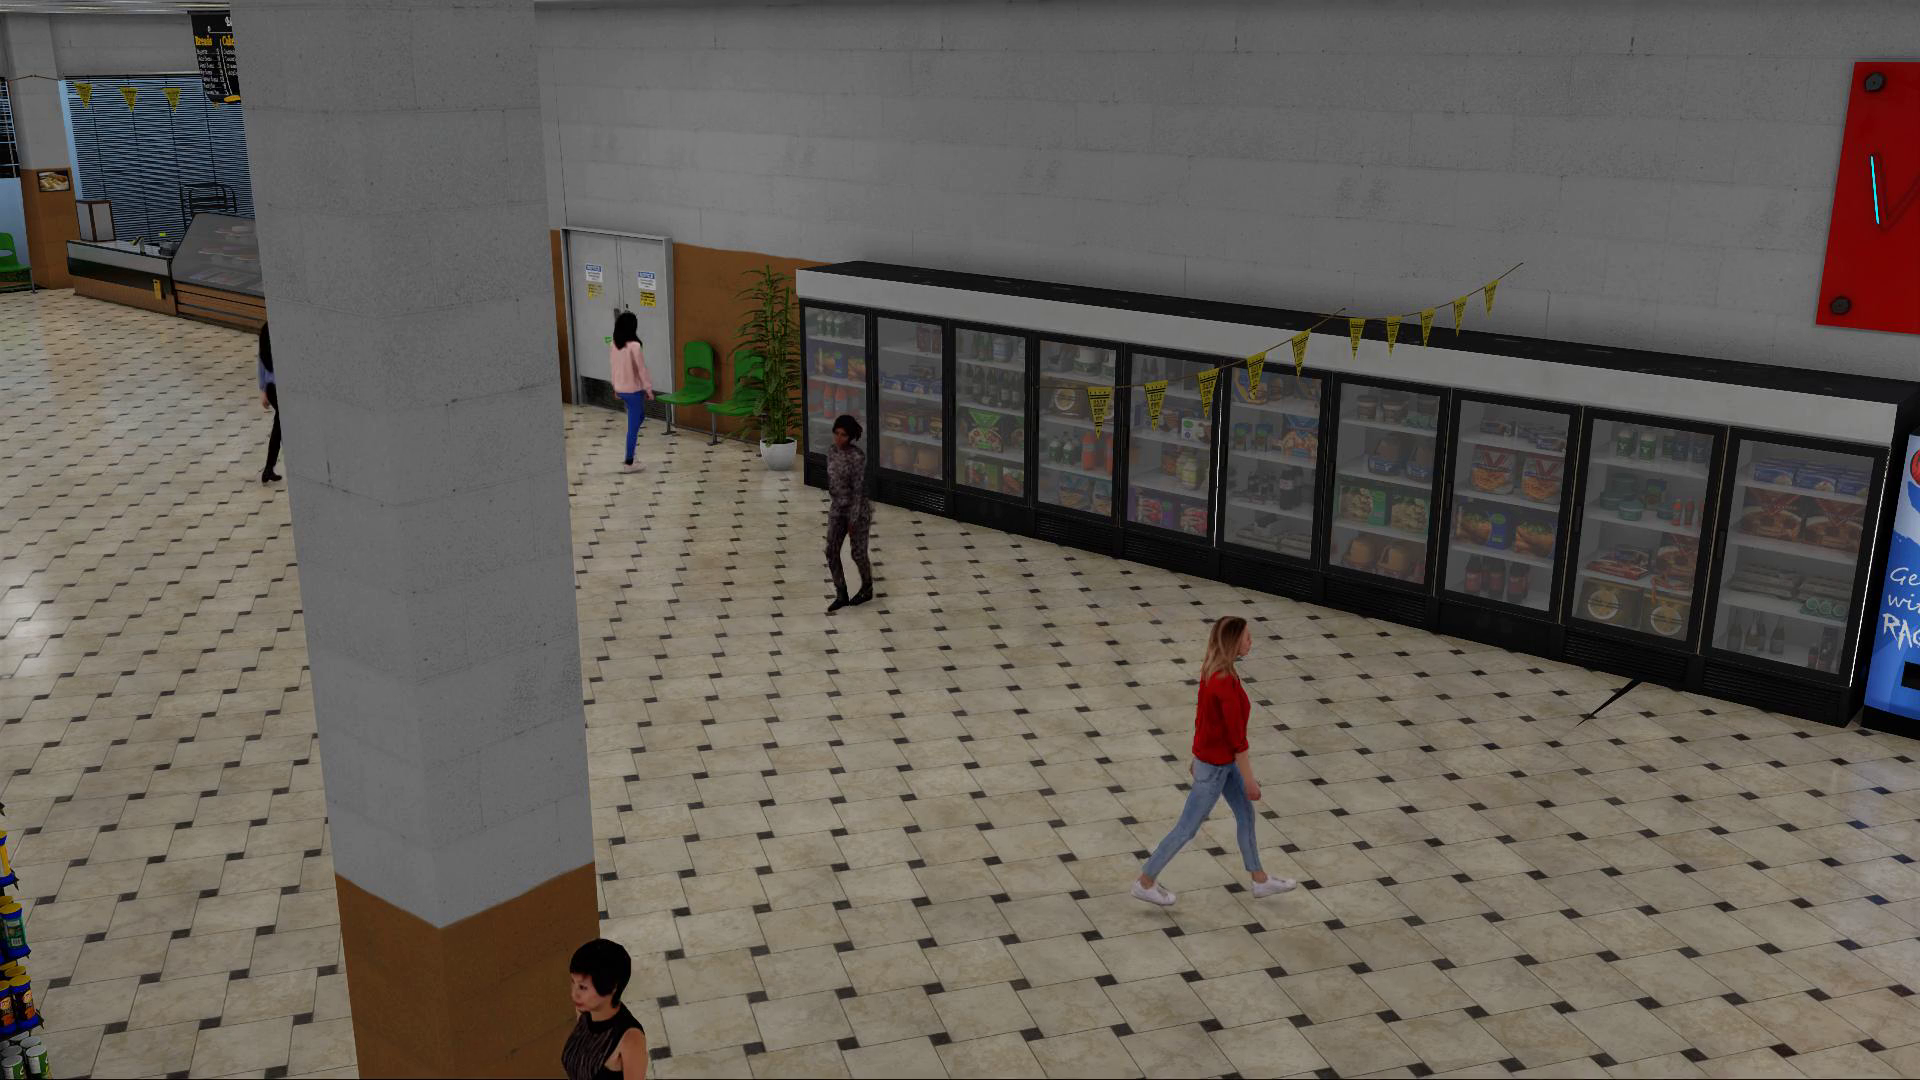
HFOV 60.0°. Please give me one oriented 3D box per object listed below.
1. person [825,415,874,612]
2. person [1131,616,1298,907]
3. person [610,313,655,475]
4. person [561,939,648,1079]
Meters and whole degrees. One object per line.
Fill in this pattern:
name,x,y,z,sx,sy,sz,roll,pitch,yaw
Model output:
person,-0.879,-0.225,13.720,0.734,1.674,0.576,-14,22,-39
person,1.292,1.244,8.911,1.172,1.658,1.149,-1,17,-2
person,-3.647,-1.577,18.029,0.647,1.758,0.680,-15,22,-40
person,-1.183,2.144,6.069,0.611,1.587,0.624,-16,23,-41
